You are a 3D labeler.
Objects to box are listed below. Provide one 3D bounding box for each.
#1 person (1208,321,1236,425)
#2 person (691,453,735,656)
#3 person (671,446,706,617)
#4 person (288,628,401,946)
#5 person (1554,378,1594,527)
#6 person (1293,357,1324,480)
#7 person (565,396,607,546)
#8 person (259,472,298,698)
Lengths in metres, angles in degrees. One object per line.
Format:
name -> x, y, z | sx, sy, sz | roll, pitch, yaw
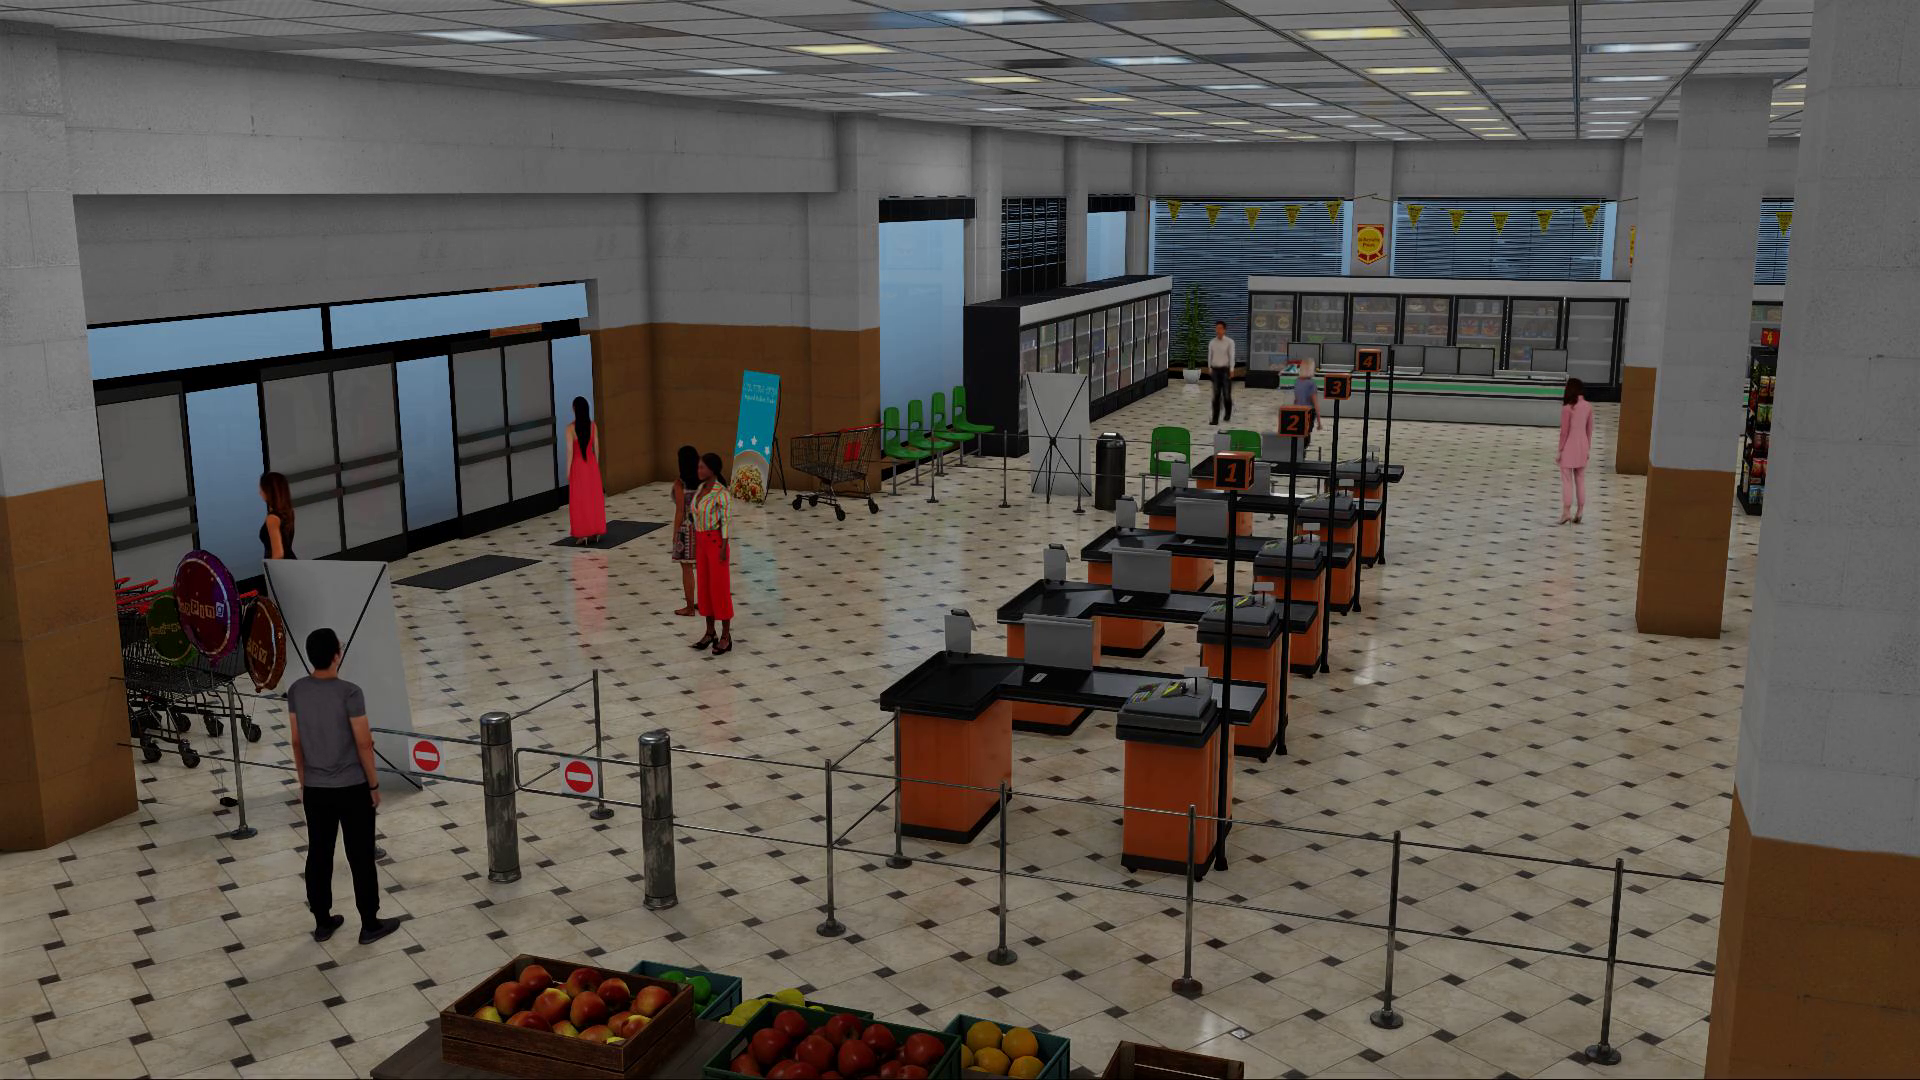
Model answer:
person -> 4.610, -2.907, 29.048 | 1.122, 1.773, 0.768 | 5, 13, 23
person -> -2.173, 0.115, 14.648 | 0.608, 1.792, 0.741 | 11, 16, 43
person -> -2.592, -0.098, 16.017 | 0.597, 1.645, 0.692 | 7, 14, 31
person -> -3.375, 1.323, 9.003 | 0.544, 1.755, 0.707 | 2, 12, 9
person -> 7.496, -1.079, 20.299 | 0.651, 1.800, 0.749 | -3, 12, -15
person -> 4.813, -1.716, 23.543 | 0.786, 1.710, 0.719 | -7, 14, -29
person -> -4.330, -0.798, 19.146 | 0.704, 1.727, 0.717 | -11, 16, -41
person -> -5.431, 0.361, 13.377 | 0.655, 1.835, 0.658 | -1, 12, -3
